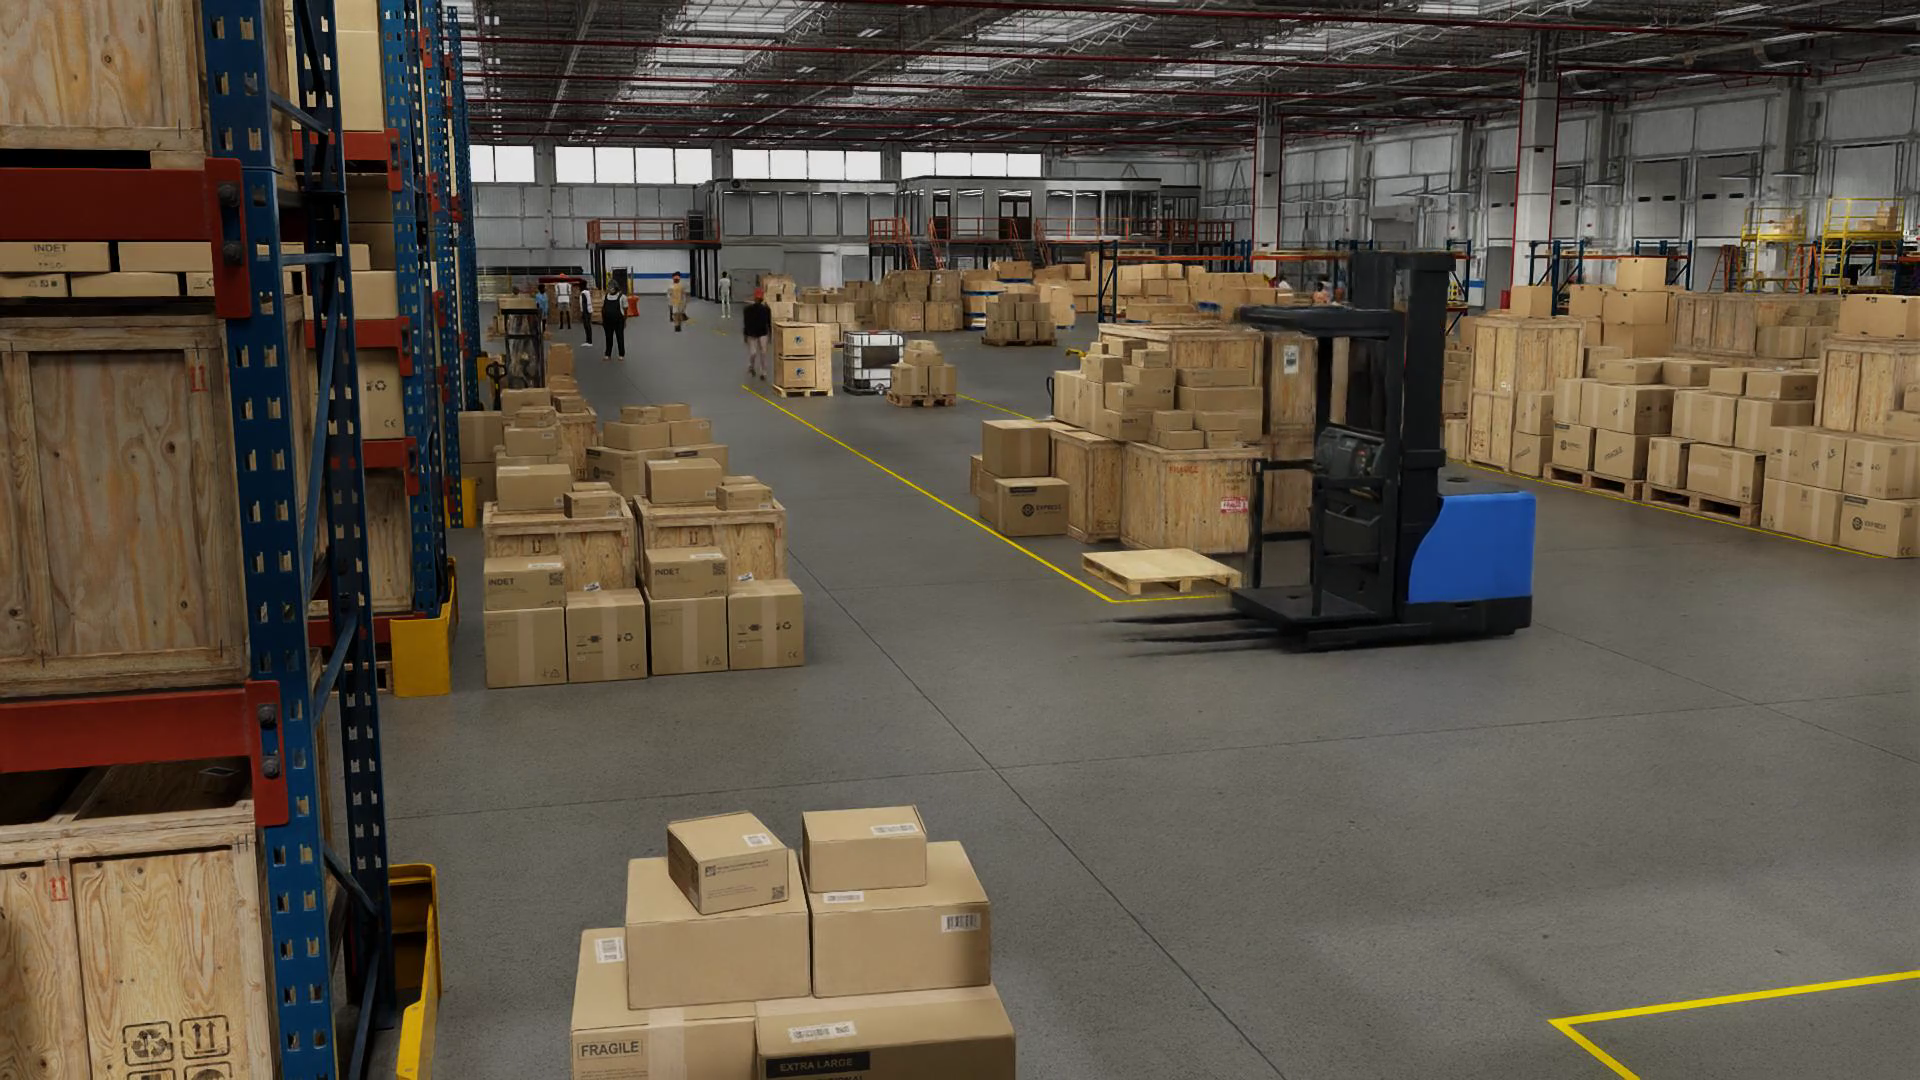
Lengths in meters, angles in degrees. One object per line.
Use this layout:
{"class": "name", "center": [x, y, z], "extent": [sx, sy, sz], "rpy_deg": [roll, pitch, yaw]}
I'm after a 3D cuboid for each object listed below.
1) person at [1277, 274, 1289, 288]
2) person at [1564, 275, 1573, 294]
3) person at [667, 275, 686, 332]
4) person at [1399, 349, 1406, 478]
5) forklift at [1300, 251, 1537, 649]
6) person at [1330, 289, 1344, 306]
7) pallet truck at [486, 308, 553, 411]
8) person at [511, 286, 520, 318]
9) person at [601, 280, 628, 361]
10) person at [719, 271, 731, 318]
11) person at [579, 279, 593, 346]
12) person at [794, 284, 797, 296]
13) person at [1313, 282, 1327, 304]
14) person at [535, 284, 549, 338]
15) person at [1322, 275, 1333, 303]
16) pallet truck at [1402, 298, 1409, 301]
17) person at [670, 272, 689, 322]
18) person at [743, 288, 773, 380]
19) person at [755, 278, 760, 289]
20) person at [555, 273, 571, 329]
{"class": "person", "center": [11.405, -8.468, 58.963], "extent": [0.647, 1.879, 1.045], "rpy_deg": [-8, 13, -39]}
{"class": "person", "center": [21.001, -8.149, 57.106], "extent": [0.909, 1.907, 0.548], "rpy_deg": [7, 12, 33]}
{"class": "person", "center": [-9.600, -8.002, 56.301], "extent": [0.577, 1.874, 0.966], "rpy_deg": [-3, 11, -18]}
{"class": "person", "center": [4.102, -0.811, 15.449], "extent": [0.376, 1.933, 0.544], "rpy_deg": [8, 13, 38]}
{"class": "forklift", "center": [3.210, -0.723, 12.267], "extent": [1.873, 2.768, 1.129], "rpy_deg": [-3, 10, -15]}
{"class": "person", "center": [8.816, -4.912, 38.815], "extent": [0.360, 1.883, 0.574], "rpy_deg": [-7, 12, -36]}
{"class": "pallet truck", "center": [-6.242, -2.418, 24.362], "extent": [0.823, 1.965, 1.885], "rpy_deg": [1, 10, 3]}
{"class": "person", "center": [-14.044, -7.237, 52.702], "extent": [0.340, 1.613, 0.526], "rpy_deg": [-1, 10, -8]}
{"class": "person", "center": [-8.717, -5.529, 41.858], "extent": [0.681, 2.000, 0.538], "rpy_deg": [1, 10, 7]}
{"class": "person", "center": [-9.479, -9.884, 67.002], "extent": [0.512, 1.872, 0.330], "rpy_deg": [-4, 11, -21]}
{"class": "person", "center": [-10.798, -6.558, 48.032], "extent": [0.394, 1.919, 0.590], "rpy_deg": [0, 10, -3]}
{"class": "person", "center": [-6.137, -8.592, 59.686], "extent": [0.594, 1.876, 0.984], "rpy_deg": [-7, 12, -33]}
{"class": "person", "center": [11.946, -7.717, 55.250], "extent": [0.534, 1.691, 0.321], "rpy_deg": [8, 13, 39]}
{"class": "person", "center": [-13.176, -7.231, 52.470], "extent": [0.317, 1.695, 0.540], "rpy_deg": [4, 11, 21]}
{"class": "person", "center": [13.780, -9.116, 62.863], "extent": [0.910, 1.810, 0.640], "rpy_deg": [-8, 13, -40]}
{"class": "pallet truck", "center": [14.620, -7.324, 52.145], "extent": [0.823, 1.965, 1.885], "rpy_deg": [8, 13, 40]}
{"class": "person", "center": [-10.738, -9.236, 63.257], "extent": [0.617, 1.906, 1.022], "rpy_deg": [5, 11, 27]}
{"class": "person", "center": [-4.311, -4.404, 35.644], "extent": [0.639, 1.977, 0.441], "rpy_deg": [-4, 11, -20]}
{"class": "person", "center": [-7.343, -8.830, 61.468], "extent": [0.515, 1.710, 0.902], "rpy_deg": [-6, 11, -29]}
{"class": "person", "center": [-13.785, -8.296, 57.813], "extent": [0.542, 1.939, 0.361], "rpy_deg": [-3, 10, -17]}
